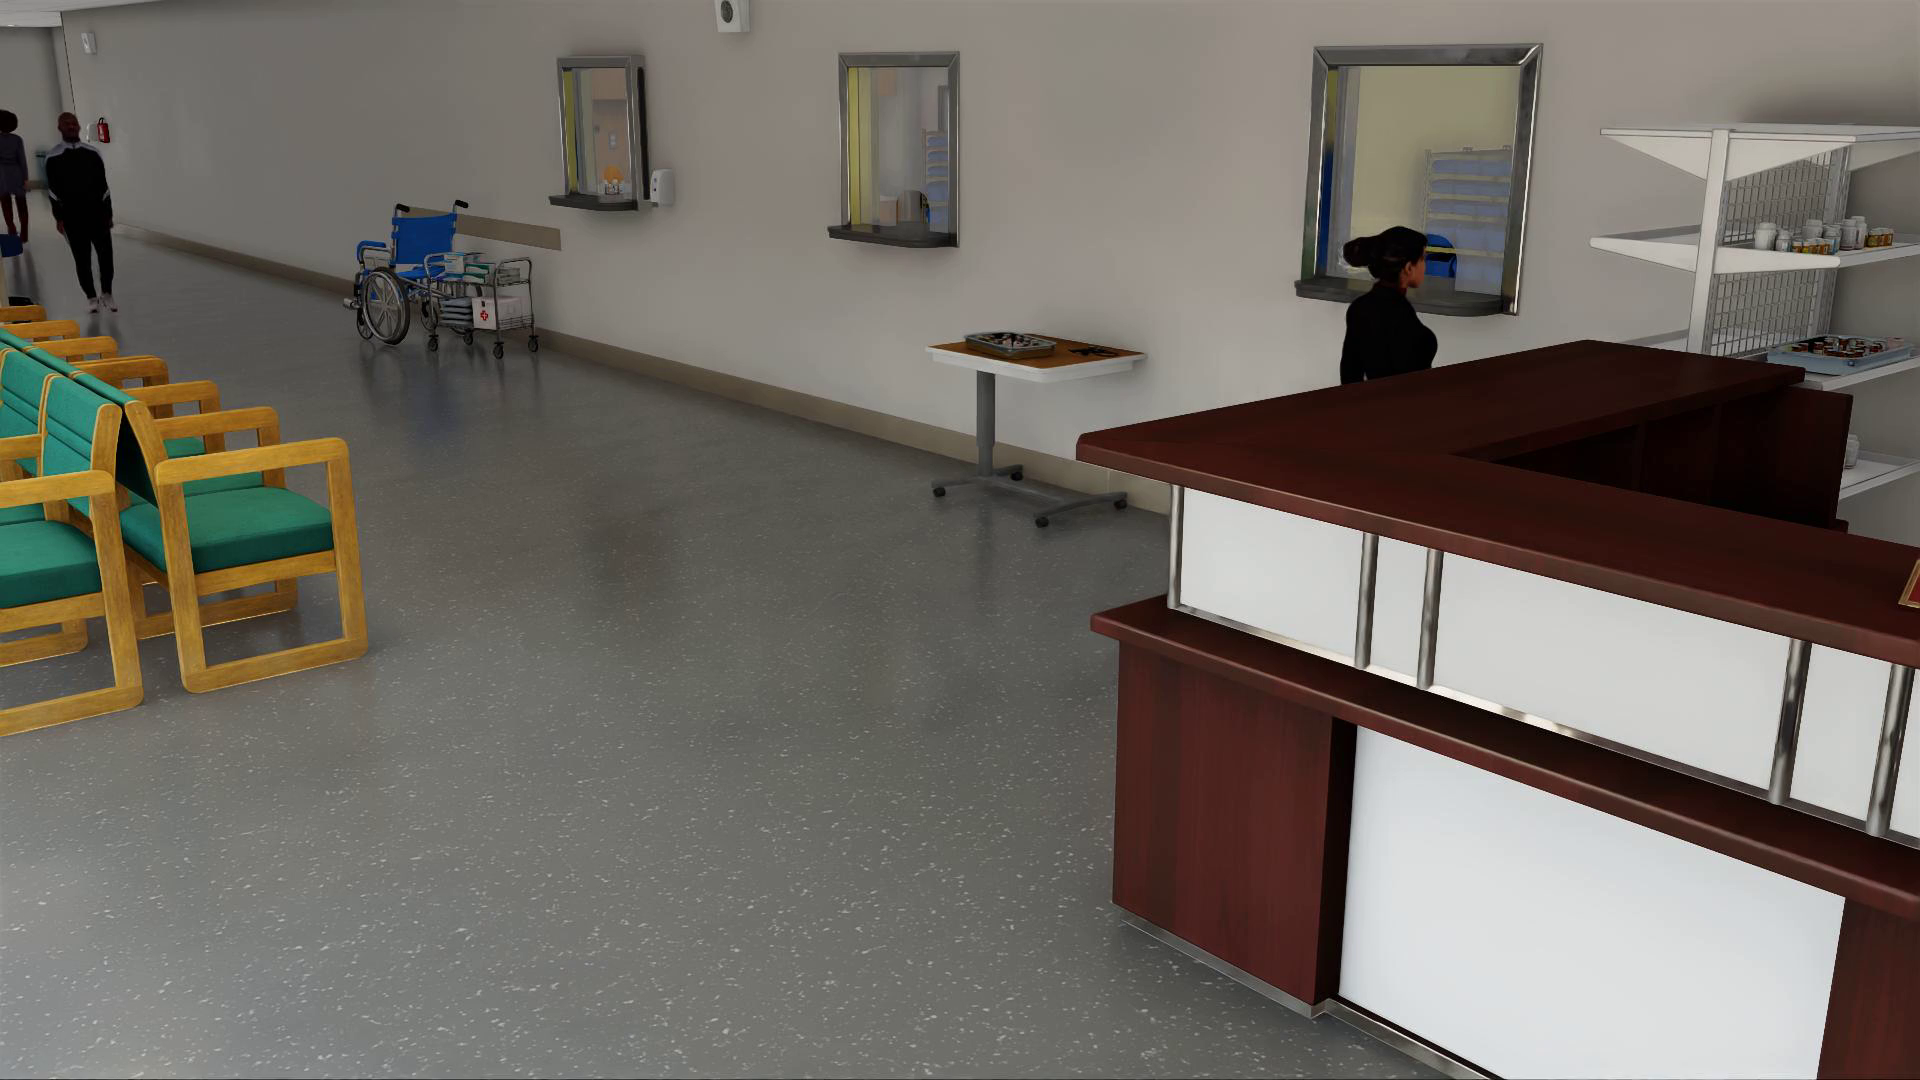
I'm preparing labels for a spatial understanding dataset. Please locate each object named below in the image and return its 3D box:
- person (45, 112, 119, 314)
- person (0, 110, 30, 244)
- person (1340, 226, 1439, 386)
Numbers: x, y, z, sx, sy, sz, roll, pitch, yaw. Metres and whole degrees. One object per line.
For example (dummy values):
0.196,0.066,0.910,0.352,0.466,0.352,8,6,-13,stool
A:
-8.171,-3.041,15.466,0.644,1.815,0.764,-10,19,-32,person
-12.059,-4.558,21.103,1.063,1.676,0.762,-9,18,-29,person
1.585,-0.341,6.212,0.715,1.641,0.671,-5,17,-17,person
